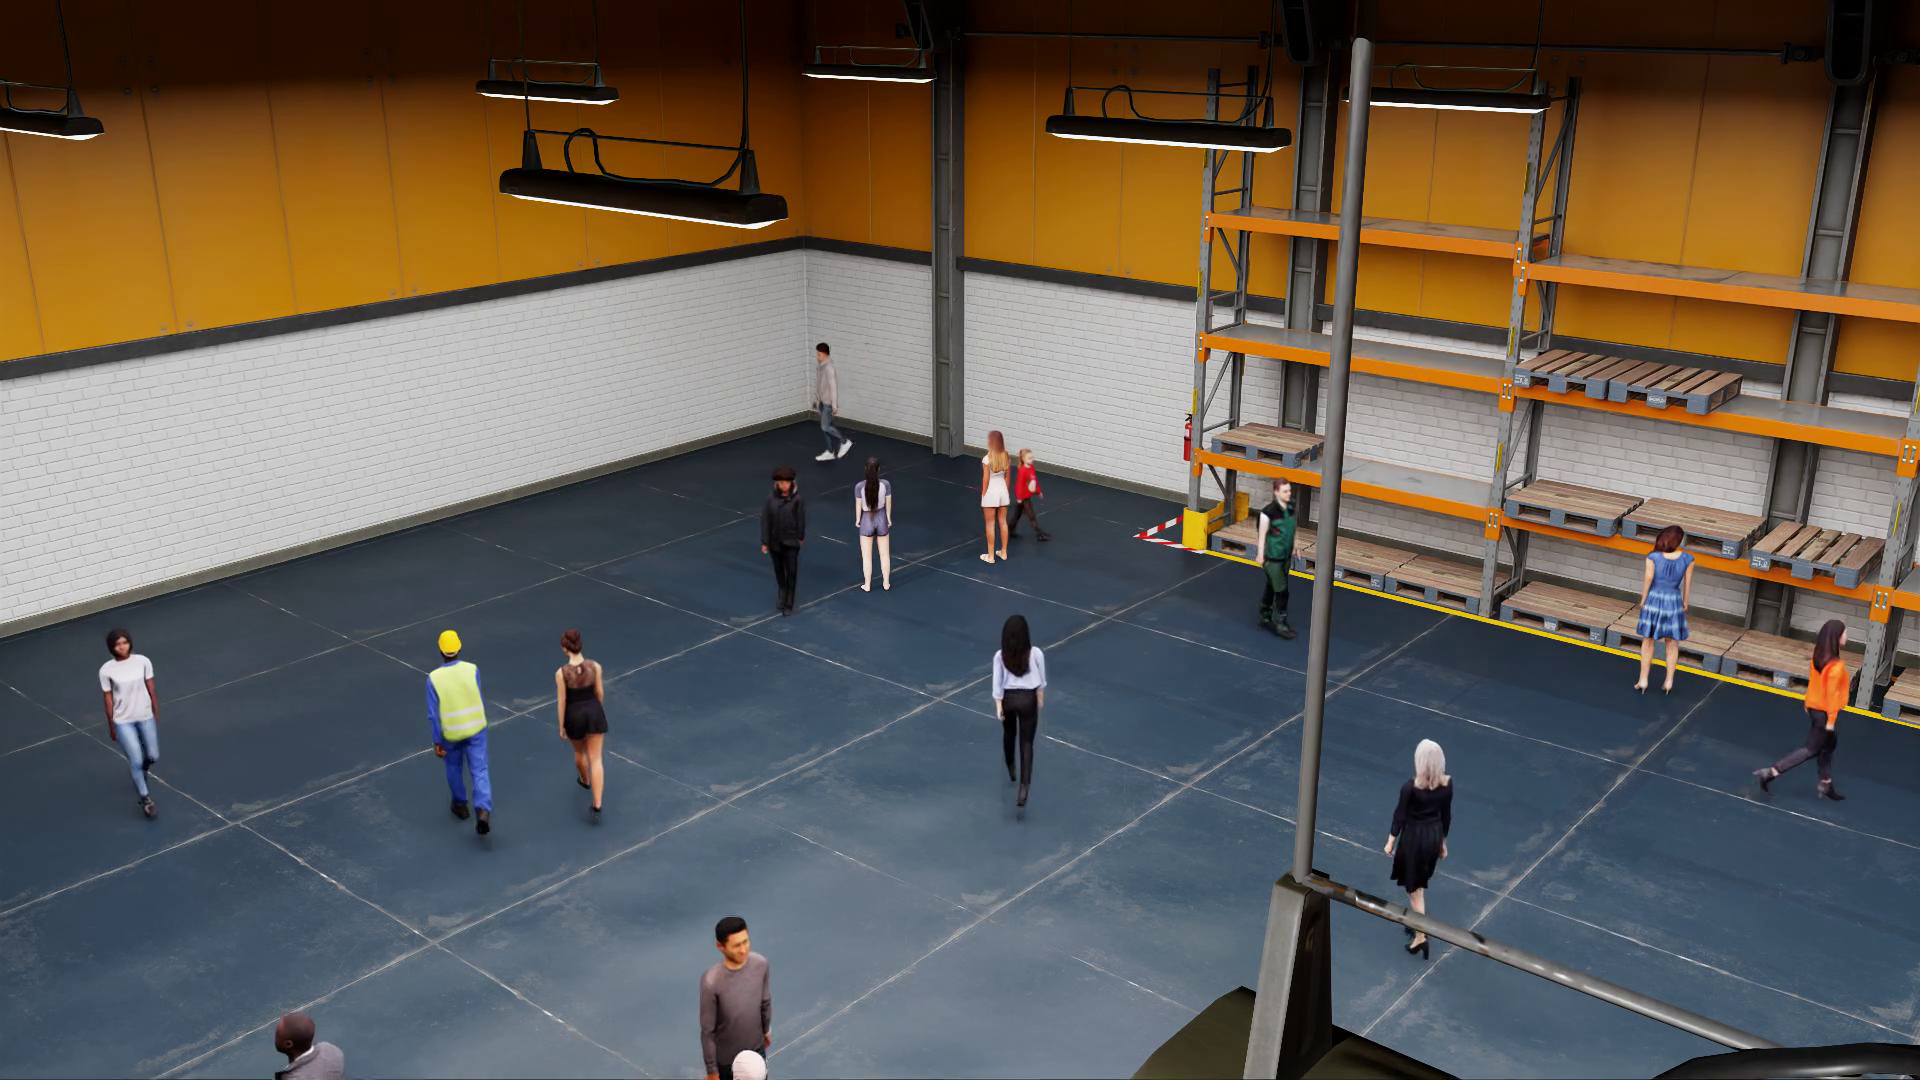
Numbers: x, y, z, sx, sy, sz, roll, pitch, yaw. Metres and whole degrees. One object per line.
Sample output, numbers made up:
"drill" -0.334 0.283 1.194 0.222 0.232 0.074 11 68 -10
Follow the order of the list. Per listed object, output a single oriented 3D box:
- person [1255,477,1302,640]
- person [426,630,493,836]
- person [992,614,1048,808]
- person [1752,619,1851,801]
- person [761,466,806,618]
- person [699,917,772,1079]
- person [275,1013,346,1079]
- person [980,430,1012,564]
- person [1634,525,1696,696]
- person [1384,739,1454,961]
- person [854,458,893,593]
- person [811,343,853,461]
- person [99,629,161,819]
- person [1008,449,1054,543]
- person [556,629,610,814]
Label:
"person" 3.493 0.157 18.590 0.723 1.822 0.925 -16 24 -39
"person" -4.221 1.663 14.181 0.946 1.783 1.181 -8 20 -24
"person" 0.530 1.533 14.688 1.162 1.706 1.158 0 19 1
"person" 7.521 1.528 14.675 1.162 1.723 0.972 3 19 9
"person" -2.038 -0.033 19.280 0.979 1.743 0.997 2 19 5
"person" -1.399 3.060 10.128 0.898 1.722 1.213 -14 23 -36
"person" -3.427 3.394 9.024 1.090 1.794 0.998 2 19 6
"person" 0.444 -0.559 20.916 0.635 1.695 0.636 -11 22 -30
"person" 7.174 0.710 16.974 0.705 1.805 0.818 3 19 7
"person" 3.452 2.319 12.306 0.751 1.737 0.827 -8 20 -22
"person" -1.023 -0.186 19.881 0.674 1.650 0.708 -4 19 -11
"person" -1.914 -2.094 25.257 0.938 1.835 0.886 -8 20 -22
"person" -7.259 1.574 14.569 0.661 1.705 0.915 -15 24 -38
"person" 0.797 -0.575 21.670 0.943 1.245 0.648 8 20 23
"person" -3.263 1.620 14.536 0.939 1.638 1.177 -7 20 -19
